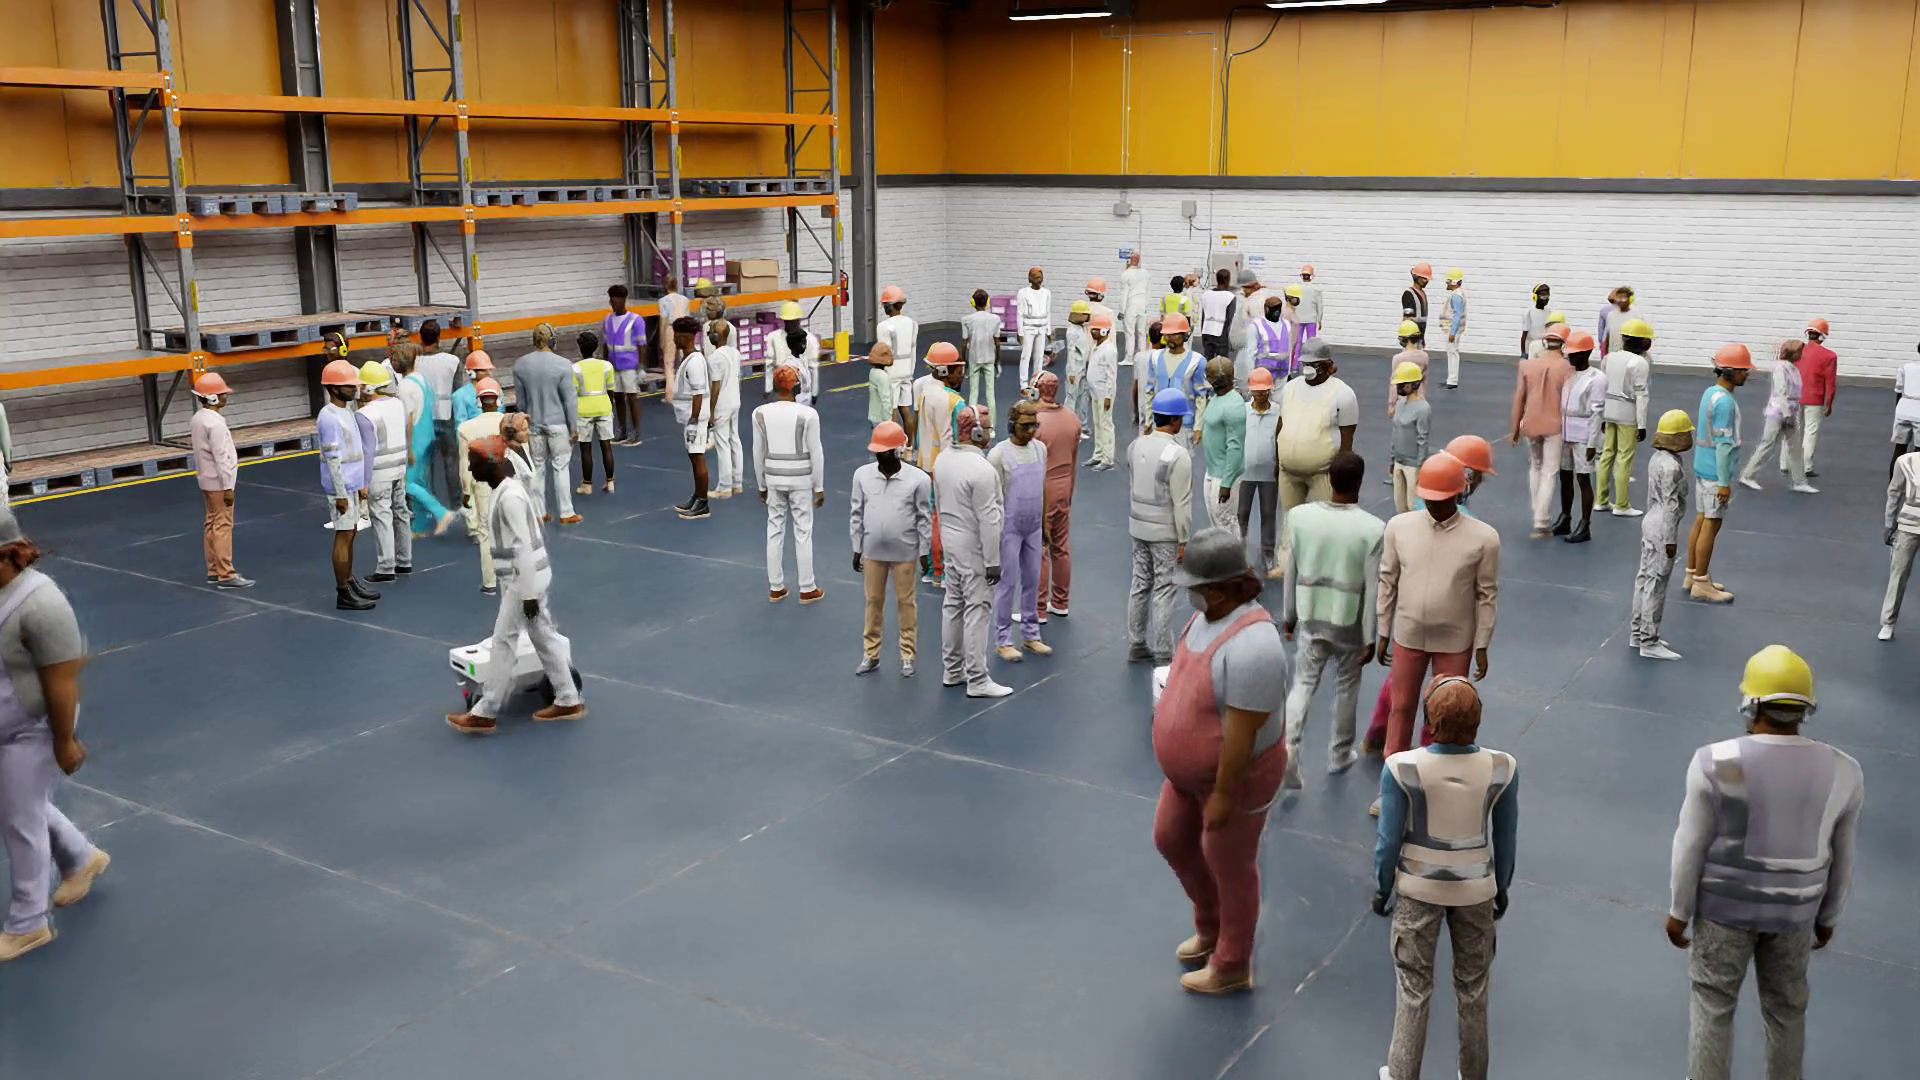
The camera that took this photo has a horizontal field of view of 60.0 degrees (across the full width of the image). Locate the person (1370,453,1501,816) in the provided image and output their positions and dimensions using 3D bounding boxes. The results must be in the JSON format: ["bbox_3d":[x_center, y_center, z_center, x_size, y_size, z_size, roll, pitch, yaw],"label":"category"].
[{"bbox_3d":[2.469,0.518,8.686,0.612,1.983,0.407,7,14,26],"label":"person"}]

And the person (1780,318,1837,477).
[{"bbox_3d":[9.294,-1.556,18.217,0.354,1.741,0.568,-10,16,-37],"label":"person"}]

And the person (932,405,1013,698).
[{"bbox_3d":[0.091,0.071,10.794,0.408,1.908,0.644,-8,15,-30],"label":"person"}]

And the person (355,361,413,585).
[{"bbox_3d":[-4.746,-0.550,13.637,0.403,1.837,0.586,4,14,16],"label":"person"}]

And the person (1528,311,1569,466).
[{"bbox_3d":[6.669,-1.703,18.797,0.533,1.767,0.326,4,14,18],"label":"person"}]

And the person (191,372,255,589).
[{"bbox_3d":[-6.022,-0.487,13.539,0.332,1.753,0.573,-10,17,-38],"label":"person"}]

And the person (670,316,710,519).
[{"bbox_3d":[-2.605,-1.190,16.134,0.367,1.965,0.604,-3,13,-13],"label":"person"}]

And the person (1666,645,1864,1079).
[{"bbox_3d":[2.773,1.259,5.817,0.604,1.822,0.403,1,13,4],"label":"person"}]

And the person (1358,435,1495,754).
[{"bbox_3d":[2.630,0.381,9.316,0.580,1.967,0.769,-2,13,-8],"label":"person"}]

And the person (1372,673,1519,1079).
[{"bbox_3d":[1.768,1.289,6.089,0.512,1.642,0.311,0,13,2],"label":"person"}]

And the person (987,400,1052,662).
[{"bbox_3d":[0.415,-0.068,11.557,0.511,1.837,0.351,-10,16,-37],"label":"person"}]

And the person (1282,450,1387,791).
[{"bbox_3d":[2.028,0.451,9.215,0.599,1.893,0.859,7,15,29],"label":"person"}]

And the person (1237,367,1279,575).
[{"bbox_3d":[2.492,-0.572,13.915,0.573,1.749,0.332,2,13,7],"label":"person"}]

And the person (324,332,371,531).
[{"bbox_3d":[-5.778,-1.012,15.572,0.508,1.872,0.329,8,15,31],"label":"person"}]

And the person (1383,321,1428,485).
[{"bbox_3d":[4.762,-1.457,17.756,0.522,1.758,0.349,-9,16,-33],"label":"person"}]

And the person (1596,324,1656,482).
[{"bbox_3d":[7.246,-1.508,18.085,0.558,1.697,0.577,-3,13,-14],"label":"person"}]

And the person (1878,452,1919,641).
[{"bbox_3d":[6.924,-0.058,11.938,0.523,1.638,0.310,6,14,24],"label":"person"}]

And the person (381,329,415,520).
[{"bbox_3d":[-5.420,-1.125,16.111,0.376,1.844,0.573,-1,13,-4],"label":"person"}]

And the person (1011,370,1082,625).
[{"bbox_3d":[0.613,-0.319,12.483,0.407,1.910,0.638,11,17,41],"label":"person"}]

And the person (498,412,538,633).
[{"bbox_3d":[-3.257,-0.130,12.245,0.315,1.641,0.514,0,13,-1],"label":"person"}]

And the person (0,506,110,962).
[{"bbox_3d":[-4.180,0.781,7.418,0.695,2.000,0.736,9,16,34],"label":"person"}]

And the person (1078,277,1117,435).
[{"bbox_3d":[1.680,-2.268,20.739,0.611,1.996,0.378,8,15,31],"label":"person"}]

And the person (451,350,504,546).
[{"bbox_3d":[-4.316,-0.839,15.064,0.318,1.756,0.563,8,15,31],"label":"person"}]

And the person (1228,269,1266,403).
[{"bbox_3d":[3.834,-2.605,22.104,0.540,2.000,0.732,1,13,4],"label":"person"}]

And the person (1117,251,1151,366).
[{"bbox_3d":[2.892,-3.881,27.932,0.636,1.911,0.404,-10,16,-37],"label":"person"}]

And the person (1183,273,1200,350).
[{"bbox_3d":[3.667,-3.437,26.585,0.308,1.645,0.517,1,13,4],"label":"person"}]

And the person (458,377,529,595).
[{"bbox_3d":[-3.719,-0.432,13.329,0.560,1.742,0.339,-6,14,-24],"label":"person"}]

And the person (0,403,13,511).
[{"bbox_3d":[-8.543,-0.649,14.501,0.514,1.641,0.309,-10,16,-36],"label":"person"}]

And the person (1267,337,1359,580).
[{"bbox_3d":[2.848,-0.640,13.581,0.684,2.000,0.538,10,16,37],"label":"person"}]

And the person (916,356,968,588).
[{"bbox_3d":[-0.137,-0.569,13.547,0.371,1.914,0.597,-9,16,-35],"label":"person"}]

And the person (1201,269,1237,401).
[{"bbox_3d":[3.652,-2.894,23.659,0.406,1.908,0.589,-11,17,-40],"label":"person"}]

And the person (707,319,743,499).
[{"bbox_3d":[-2.430,-1.336,17.027,0.345,1.847,0.504,6,14,24],"label":"person"}]

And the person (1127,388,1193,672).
[{"bbox_3d":[1.369,-0.063,11.301,0.417,1.940,0.607,-8,15,-30],"label":"person"}]

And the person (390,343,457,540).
[{"bbox_3d":[-4.883,-0.872,15.054,0.531,1.833,0.523,1,13,5],"label":"person"}]

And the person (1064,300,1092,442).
[{"bbox_3d":[1.459,-2.079,20.475,0.322,1.742,0.493,6,14,23],"label":"person"}]

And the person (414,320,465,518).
[{"bbox_3d":[-5.071,-1.158,16.096,0.597,1.918,0.383,-2,13,-8],"label":"person"}]

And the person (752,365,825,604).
[{"bbox_3d":[-1.330,-0.430,13.020,0.575,1.882,0.355,4,13,16],"label":"person"}]

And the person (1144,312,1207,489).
[{"bbox_3d":[2.005,-1.116,15.637,0.605,2.045,0.379,8,15,30],"label":"person"}]
